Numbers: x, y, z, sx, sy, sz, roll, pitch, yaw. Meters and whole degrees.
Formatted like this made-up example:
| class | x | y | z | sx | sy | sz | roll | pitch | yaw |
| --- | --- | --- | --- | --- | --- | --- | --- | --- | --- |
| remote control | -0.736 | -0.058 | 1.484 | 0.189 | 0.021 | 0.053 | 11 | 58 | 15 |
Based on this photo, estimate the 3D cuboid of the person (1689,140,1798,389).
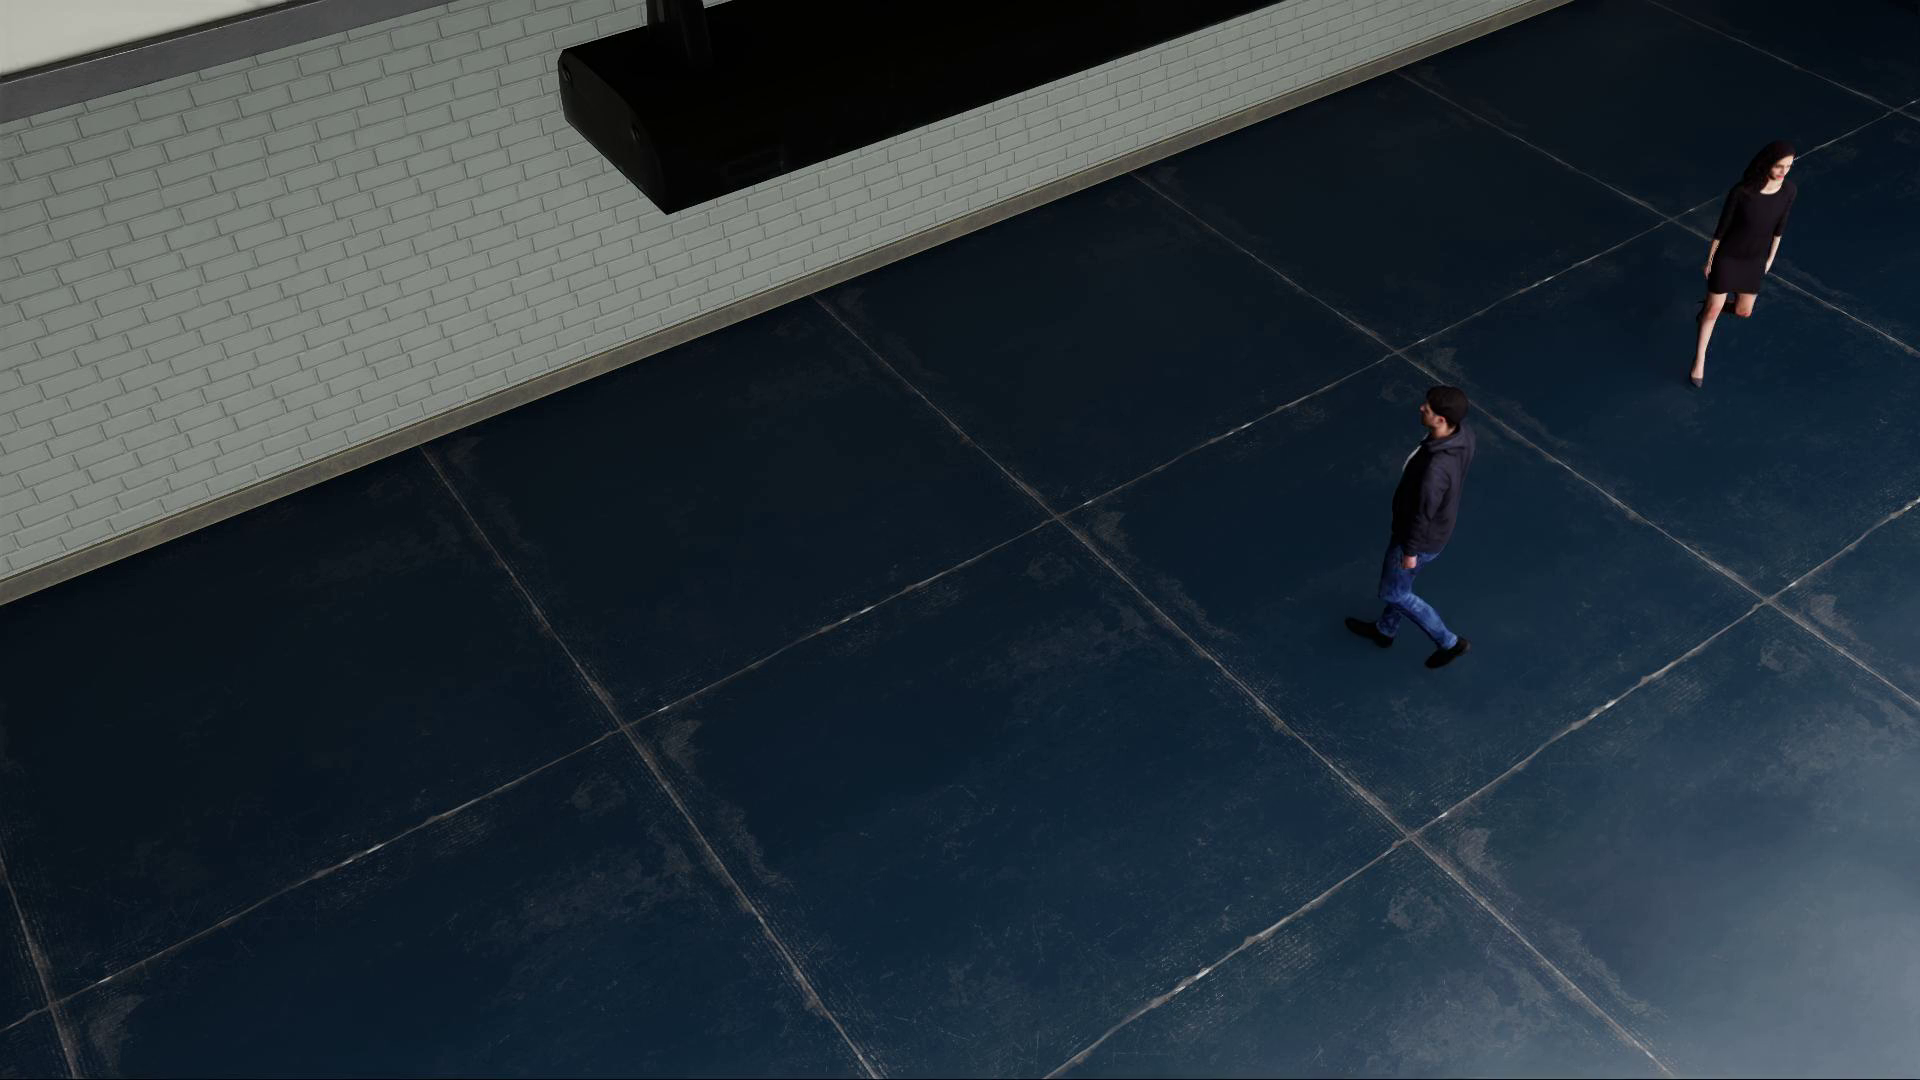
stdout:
| class | x | y | z | sx | sy | sz | roll | pitch | yaw |
| --- | --- | --- | --- | --- | --- | --- | --- | --- | --- |
| person | 5.066 | -1.857 | 10.919 | 0.851 | 1.788 | 0.943 | 2 | 43 | 2 |

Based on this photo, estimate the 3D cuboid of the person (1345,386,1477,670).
| class | x | y | z | sx | sy | sz | roll | pitch | yaw |
| --- | --- | --- | --- | --- | --- | --- | --- | --- | --- |
| person | 2.543 | -0.024 | 8.894 | 1.071 | 1.873 | 0.908 | 23 | 48 | 23 |
